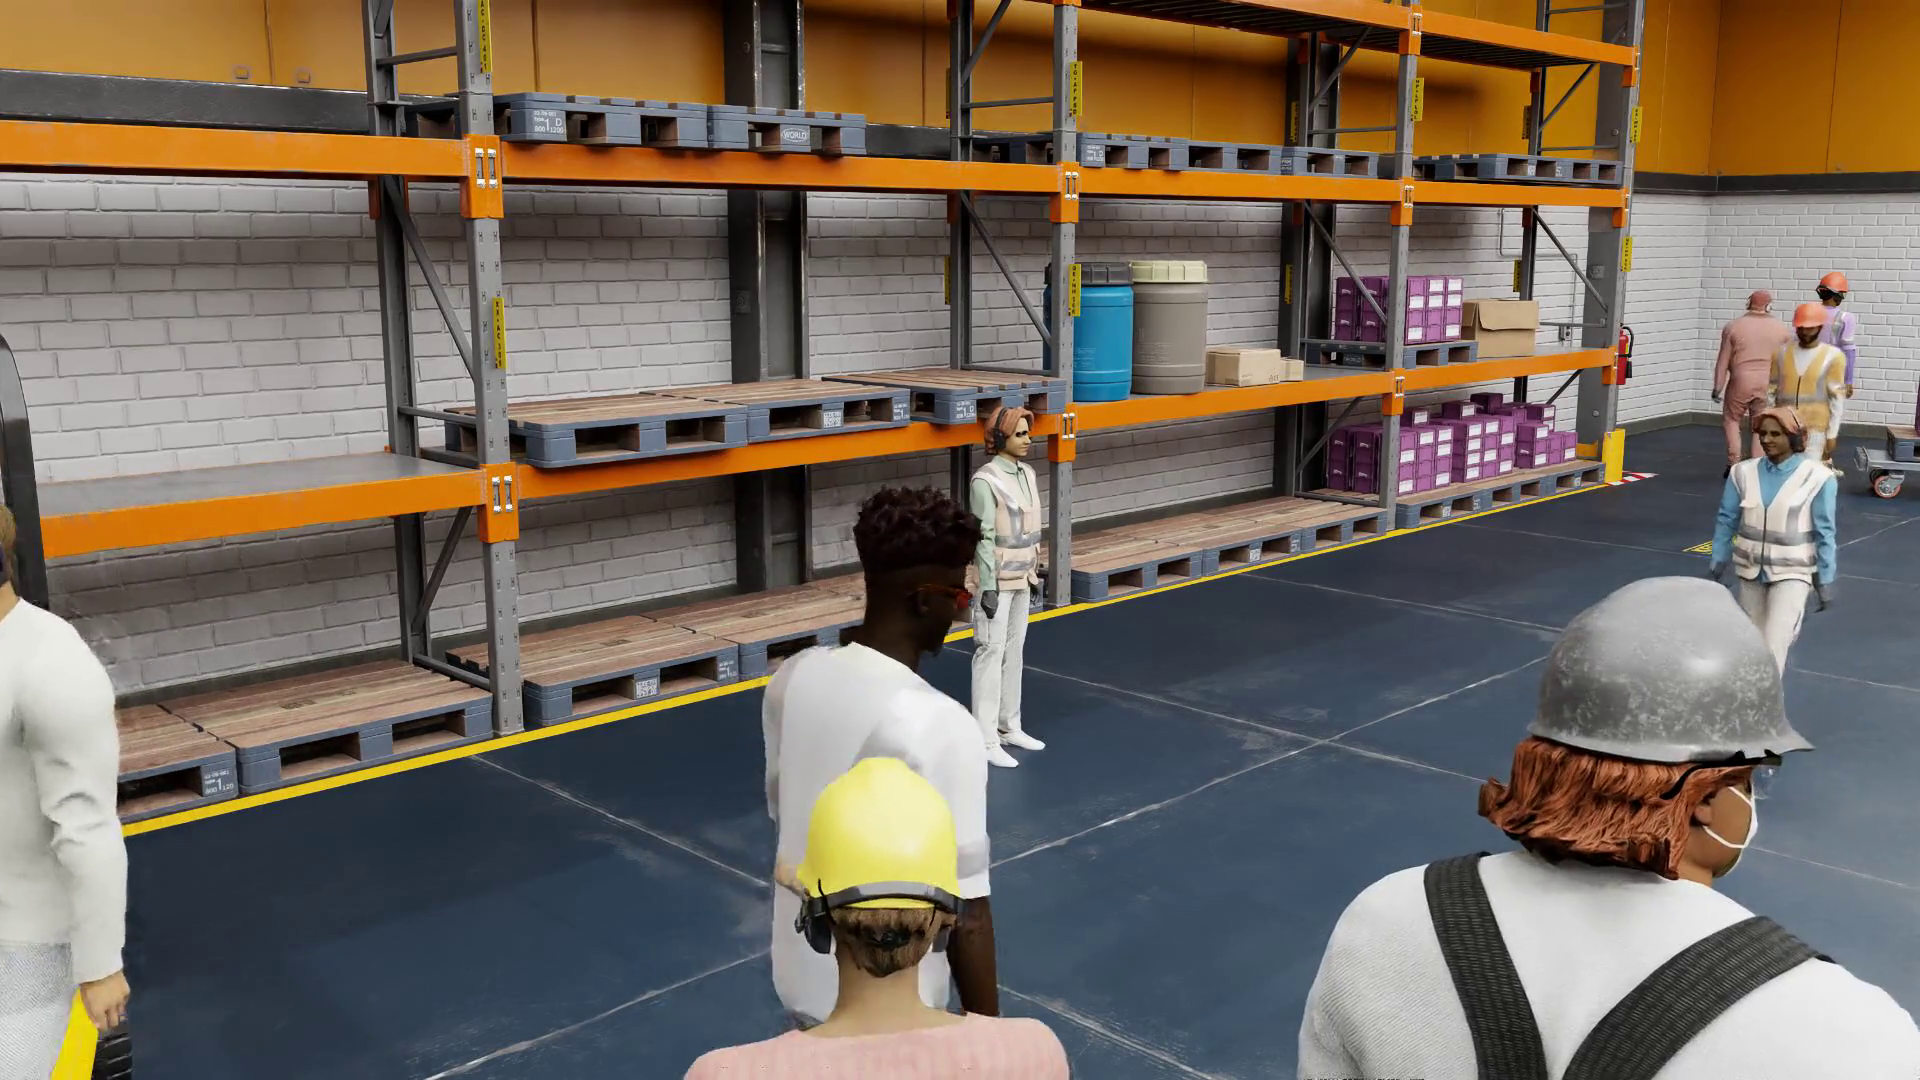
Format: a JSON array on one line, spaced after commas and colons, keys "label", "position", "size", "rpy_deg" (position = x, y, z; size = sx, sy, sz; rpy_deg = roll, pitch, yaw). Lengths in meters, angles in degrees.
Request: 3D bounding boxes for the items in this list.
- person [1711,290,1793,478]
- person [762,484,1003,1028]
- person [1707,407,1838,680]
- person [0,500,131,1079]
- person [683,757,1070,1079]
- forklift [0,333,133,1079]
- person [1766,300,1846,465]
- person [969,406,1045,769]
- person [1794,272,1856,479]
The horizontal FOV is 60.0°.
[{"label": "person", "position": [7.729, -1.497, 16.256], "size": [0.712, 1.872, 0.465], "rpy_deg": [2, 11, 12]}, {"label": "person", "position": [-0.176, 0.861, 3.220], "size": [0.571, 1.941, 0.683], "rpy_deg": [-7, 12, -34]}, {"label": "person", "position": [3.724, 0.193, 7.747], "size": [0.689, 1.613, 0.536], "rpy_deg": [-7, 13, -34]}, {"label": "person", "position": [-1.995, 0.821, 3.474], "size": [0.636, 1.925, 0.447], "rpy_deg": [7, 13, 34]}, {"label": "person", "position": [-0.104, 1.149, 2.164], "size": [0.549, 1.753, 0.465], "rpy_deg": [-4, 11, -19]}, {"label": "forklift", "position": [-3.289, 0.485, 4.582], "size": [1.214, 2.155, 2.313], "rpy_deg": [-10, 14, -44]}, {"label": "person", "position": [6.509, -0.897, 12.868], "size": [0.574, 1.915, 0.527], "rpy_deg": [10, 14, 43]}, {"label": "person", "position": [0.209, 0.205, 7.621], "size": [0.307, 1.641, 0.514], "rpy_deg": [5, 12, 26]}, {"label": "person", "position": [8.575, -1.625, 16.499], "size": [0.373, 2.043, 0.615], "rpy_deg": [-6, 12, -32]}]
